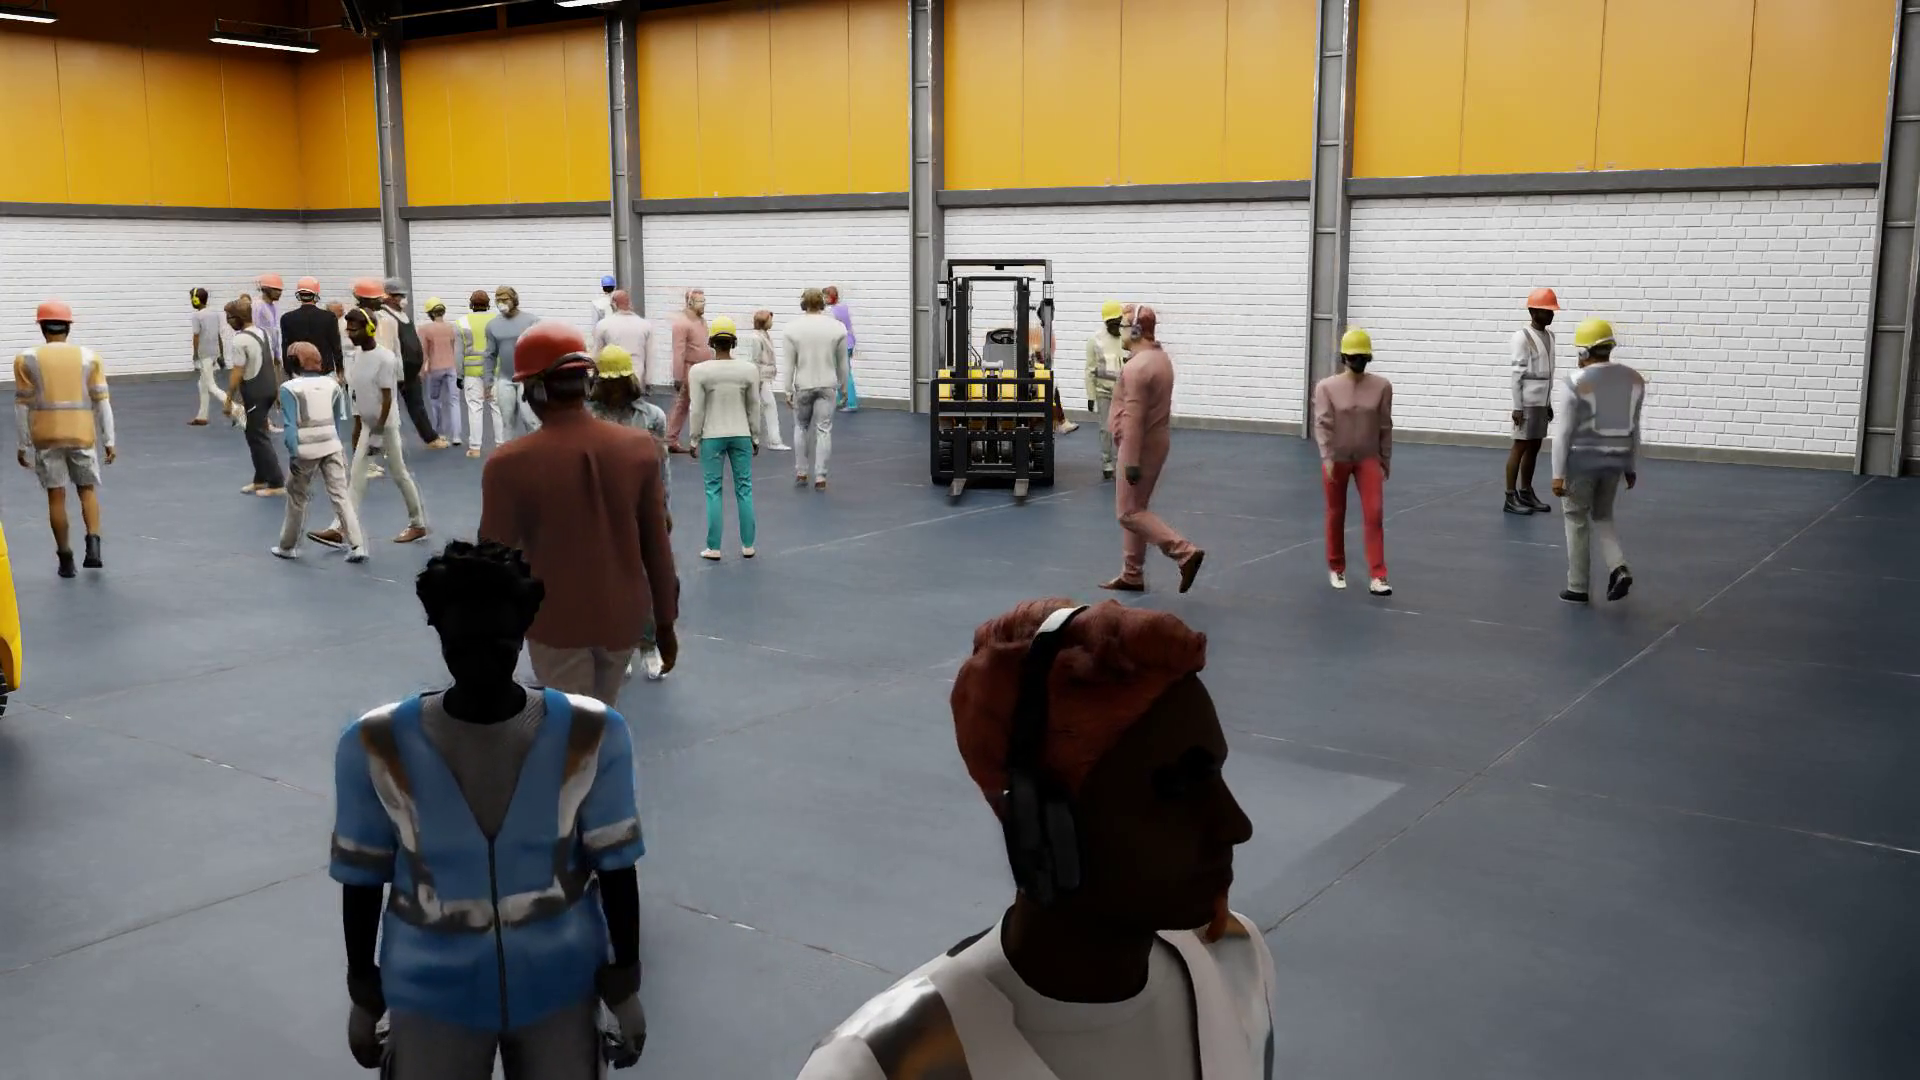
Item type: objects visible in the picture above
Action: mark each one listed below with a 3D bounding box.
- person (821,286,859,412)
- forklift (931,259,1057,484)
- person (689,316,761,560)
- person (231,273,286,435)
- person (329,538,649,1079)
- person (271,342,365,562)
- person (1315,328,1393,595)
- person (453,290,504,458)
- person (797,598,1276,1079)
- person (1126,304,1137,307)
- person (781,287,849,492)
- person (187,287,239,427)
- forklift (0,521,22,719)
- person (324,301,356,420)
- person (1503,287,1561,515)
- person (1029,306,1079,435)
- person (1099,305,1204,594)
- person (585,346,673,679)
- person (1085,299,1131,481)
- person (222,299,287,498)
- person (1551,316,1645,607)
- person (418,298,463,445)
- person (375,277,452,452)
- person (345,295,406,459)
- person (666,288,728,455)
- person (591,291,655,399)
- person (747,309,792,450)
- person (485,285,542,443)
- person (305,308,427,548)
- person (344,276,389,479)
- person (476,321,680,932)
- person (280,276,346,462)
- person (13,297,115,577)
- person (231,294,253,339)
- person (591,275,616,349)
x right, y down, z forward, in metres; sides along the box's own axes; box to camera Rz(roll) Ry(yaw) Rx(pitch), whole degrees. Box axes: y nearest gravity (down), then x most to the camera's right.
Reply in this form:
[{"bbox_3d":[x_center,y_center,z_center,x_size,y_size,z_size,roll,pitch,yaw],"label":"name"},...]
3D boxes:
[{"bbox_3d":[-1.725,-2.691,23.611,0.602,1.798,0.579,1,10,7],"label":"person"},{"bbox_3d":[0.370,-1.738,16.759,1.214,2.155,2.313,1,10,3],"label":"forklift"},{"bbox_3d":[-1.707,-0.735,12.057,0.533,1.767,0.312,-4,10,-23],"label":"person"},{"bbox_3d":[-8.629,-2.296,20.622,0.636,2.014,0.620,-1,10,-5],"label":"person"},{"bbox_3d":[-0.828,0.826,2.990,0.549,1.680,0.407,-3,10,-19],"label":"person"},{"bbox_3d":[-4.617,-0.621,11.926,0.872,1.591,0.521,6,11,33],"label":"person"},{"bbox_3d":[2.550,-0.489,10.702,0.525,1.727,0.872,0,10,1],"label":"person"},{"bbox_3d":[-5.259,-1.829,18.348,0.628,1.843,0.429,-5,11,-28],"label":"person"},{"bbox_3d":[0.103,0.980,1.494,0.356,1.884,0.574,8,13,40],"label":"person"},{"bbox_3d":[2.121,-2.092,20.534,0.497,1.633,0.285,-9,13,-42],"label":"person"},{"bbox_3d":[-1.367,-1.428,15.777,0.645,1.909,0.807,-1,10,-7],"label":"person"},{"bbox_3d":[-9.758,-2.379,21.694,0.879,1.832,0.525,2,10,11],"label":"person"},{"bbox_3d":[-5.296,-0.090,6.943,1.214,2.155,2.313,7,12,35],"label":"forklift"},{"bbox_3d":[-8.354,-2.414,22.506,0.588,1.618,0.398,-4,10,-24],"label":"person"},{"bbox_3d":[4.921,-1.183,14.219,0.552,1.935,0.373,-8,12,-39],"label":"person"},{"bbox_3d":[1.015,-2.114,20.642,0.953,1.633,0.528,7,12,37],"label":"person"},{"bbox_3d":[1.230,-0.558,10.673,0.663,1.891,0.648,4,10,22],"label":"person"},{"bbox_3d":[-1.731,-0.128,8.545,0.520,1.723,0.573,-2,10,-14],"label":"person"},{"bbox_3d":[1.497,-1.441,16.186,0.611,1.788,0.610,-1,10,-7],"label":"person"},{"bbox_3d":[-6.436,-1.276,15.124,0.584,1.814,0.551,1,10,6],"label":"person"},{"bbox_3d":[3.938,-0.472,10.327,0.616,1.818,0.443,-2,10,-13],"label":"person"},{"bbox_3d":[-6.120,-1.981,19.585,0.576,1.713,0.804,-6,11,-31],"label":"person"},{"bbox_3d":[-6.350,-1.999,18.766,1.035,2.000,0.695,1,10,8],"label":"person"},{"bbox_3d":[-6.440,-1.816,18.205,1.015,1.857,0.596,7,12,36],"label":"person"},{"bbox_3d":[-2.909,-1.863,18.503,0.999,1.852,0.657,2,10,11],"label":"person"},{"bbox_3d":[-3.629,-1.745,17.873,0.622,1.840,0.999,-7,12,-36],"label":"person"},{"bbox_3d":[-2.296,-1.825,18.996,0.702,1.619,0.517,1,10,6],"label":"person"},{"bbox_3d":[-4.404,-1.558,16.491,0.642,1.926,0.460,3,10,15],"label":"person"},{"bbox_3d":[-4.438,-0.826,12.471,0.509,1.807,1.001,6,11,33],"label":"person"},{"bbox_3d":[-5.813,-1.581,16.381,0.535,2.008,0.624,2,10,11],"label":"person"},{"bbox_3d":[-1.317,0.266,5.495,0.641,1.956,0.820,-8,13,-41],"label":"person"},{"bbox_3d":[-6.861,-1.792,17.666,0.608,1.996,0.380,-2,10,-12],"label":"person"},{"bbox_3d":[-6.150,-0.702,11.421,0.582,1.915,0.441,-7,12,-35],"label":"person"},{"bbox_3d":[-12.598,-3.554,29.394,0.491,1.581,0.896,-3,10,-16],"label":"person"},{"bbox_3d":[-5.228,-2.977,24.907,0.616,1.951,0.408,-6,11,-30],"label":"person"}]
